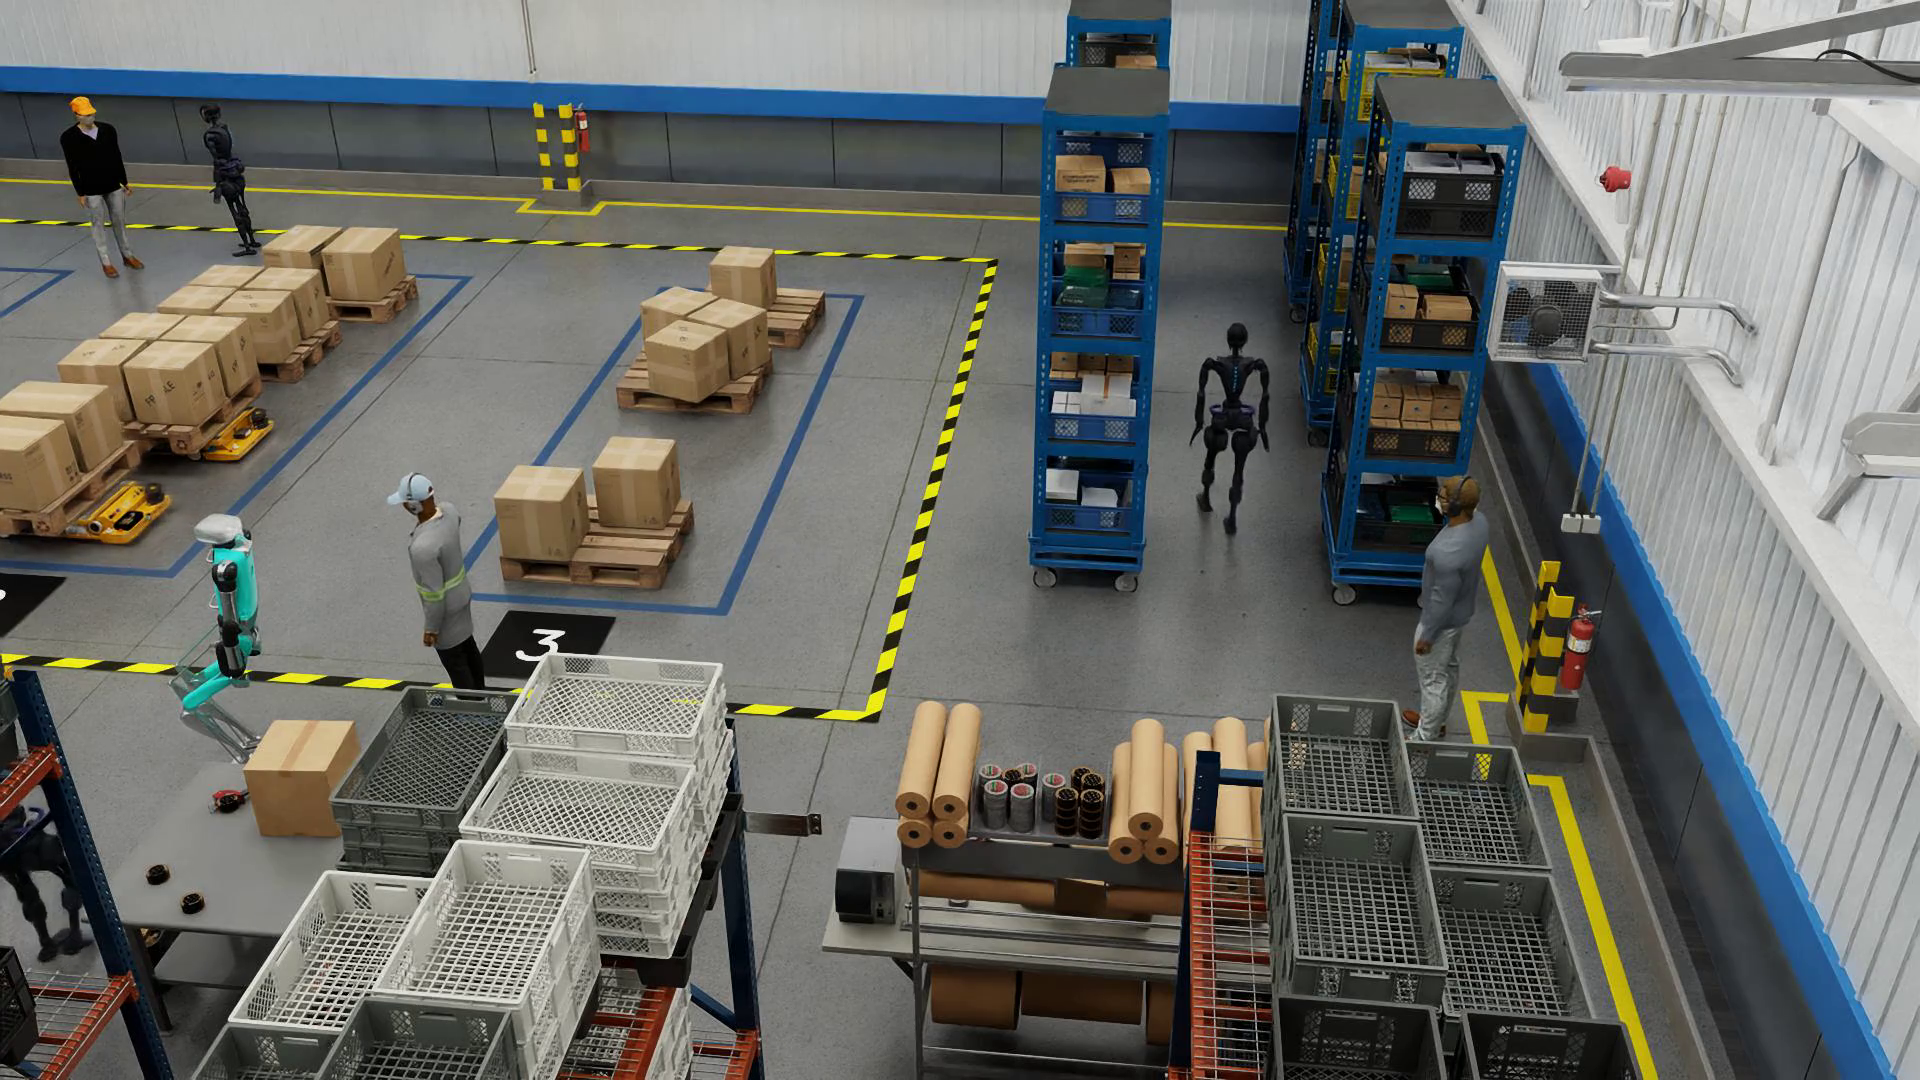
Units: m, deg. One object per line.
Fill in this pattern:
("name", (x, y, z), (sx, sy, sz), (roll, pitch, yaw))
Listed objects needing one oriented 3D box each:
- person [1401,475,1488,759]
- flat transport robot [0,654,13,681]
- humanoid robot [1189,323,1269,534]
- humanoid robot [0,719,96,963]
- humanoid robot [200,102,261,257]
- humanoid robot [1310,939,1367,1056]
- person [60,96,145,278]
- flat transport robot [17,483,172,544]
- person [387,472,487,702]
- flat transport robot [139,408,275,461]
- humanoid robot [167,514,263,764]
("person", (2.956, 0.466, 10.213), (0.362, 1.938, 0.634), (17, 34, 26))
("flat transport robot", (-7.142, 0.969, 11.010), (1.431, 0.231, 0.659), (3, 30, 6))
("humanoid robot", (2.082, -0.887, 12.802), (0.609, 1.638, 0.600), (1, 30, 2))
("humanoid robot", (-4.905, 1.542, 8.629), (0.611, 1.650, 0.341), (-3, 30, -6))
("humanoid robot", (-7.909, -3.902, 17.962), (0.315, 1.655, 0.599), (-2, 30, -4))
("humanoid robot", (1.599, 2.320, 7.296), (0.542, 1.633, 0.585), (-4, 31, -8))
("person", (-8.995, -3.713, 17.445), (0.385, 1.884, 0.586), (21, 36, 32))
("flat transport robot", (-7.064, -0.254, 13.083), (1.431, 0.197, 0.652), (3, 30, 6))
("person", (-3.261, 0.400, 10.418), (0.396, 1.847, 0.588), (0, 30, 1))
("flat transport robot", (-6.728, -0.944, 14.268), (1.431, 0.197, 0.652), (3, 30, 6))
("humanoid robot", (-4.512, 0.629, 10.005), (0.735, 1.673, 0.533), (-5, 31, -9))
